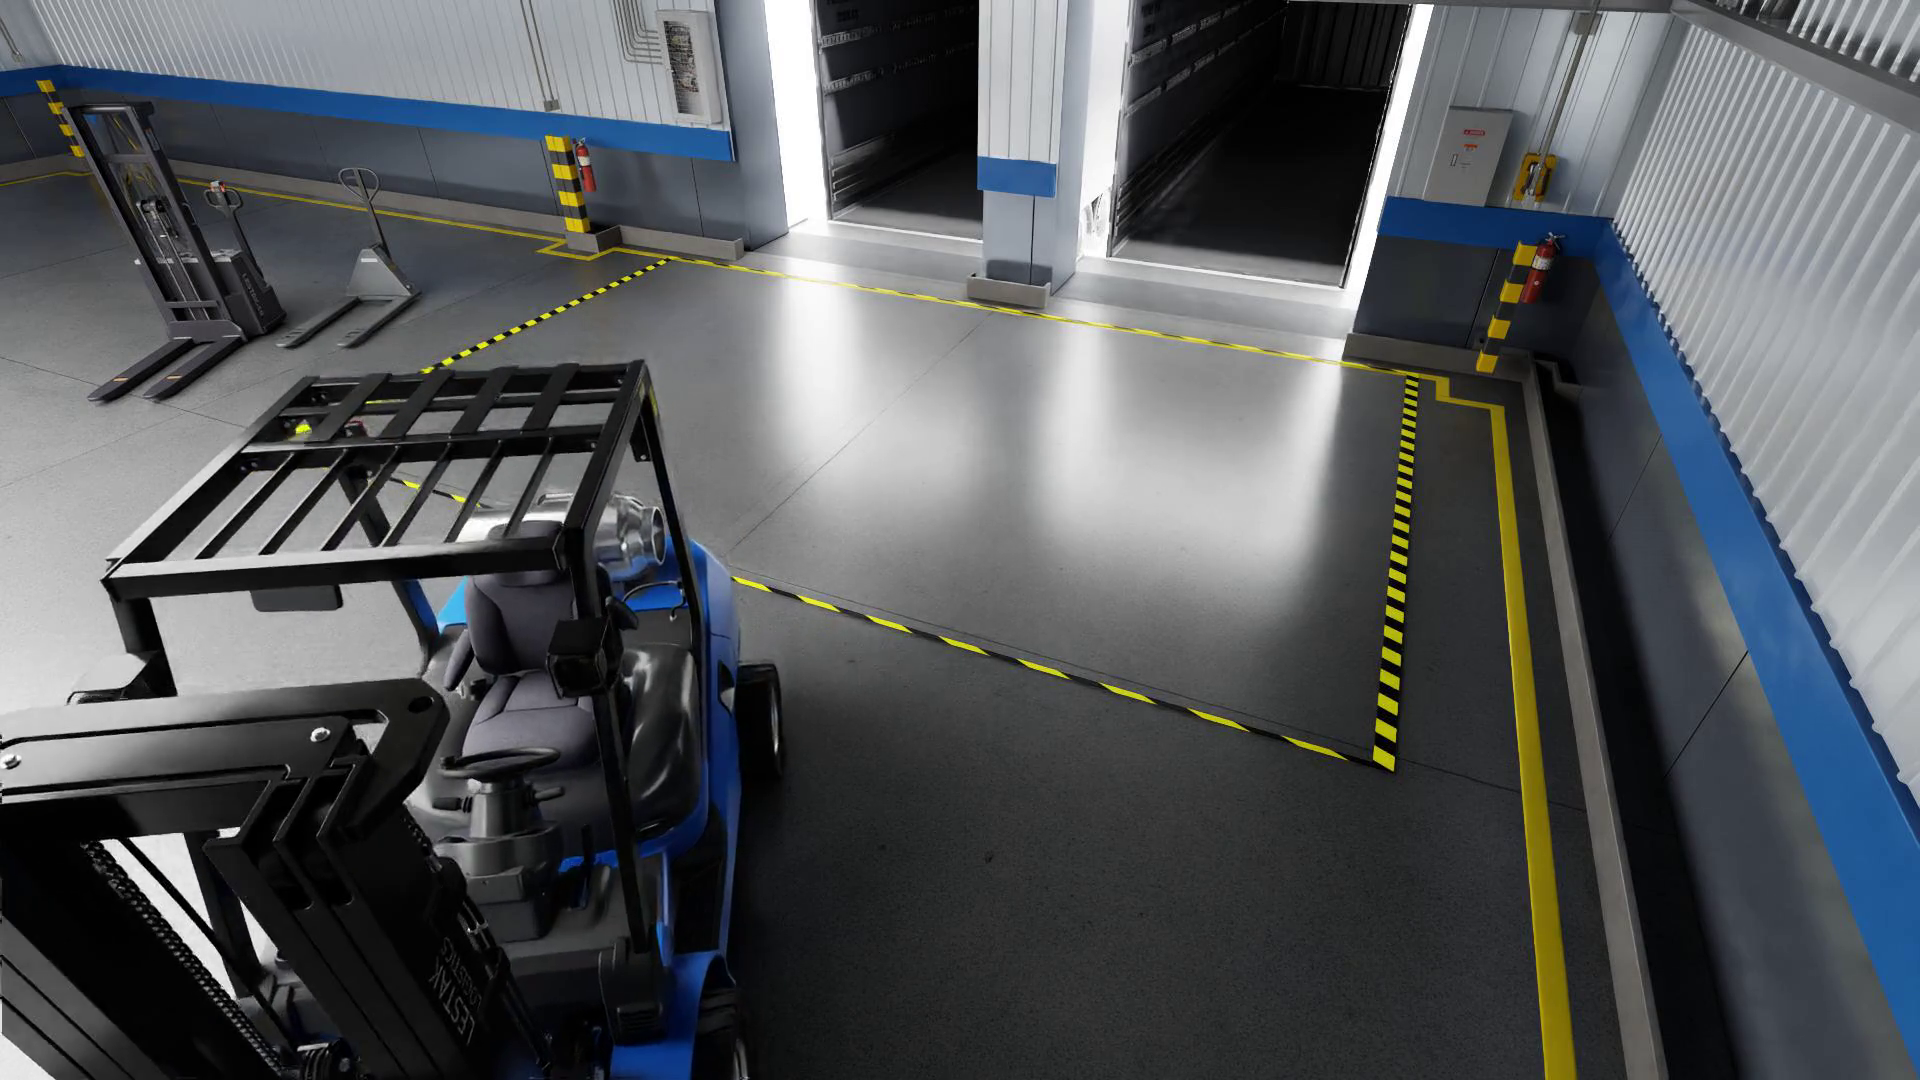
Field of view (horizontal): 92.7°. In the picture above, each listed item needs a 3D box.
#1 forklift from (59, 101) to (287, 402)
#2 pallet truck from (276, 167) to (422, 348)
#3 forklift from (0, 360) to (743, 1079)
[{"bbox_3d":[-6.686,-2.387,7.434,0.823,1.965,1.885,-3,35,-5],"label":"forklift"},{"bbox_3d":[-5.732,-2.611,8.414,0.680,1.201,1.601,-1,35,-1],"label":"pallet truck"},{"bbox_3d":[-1.391,0.607,2.842,1.157,2.036,2.680,-4,35,-6],"label":"forklift"}]
